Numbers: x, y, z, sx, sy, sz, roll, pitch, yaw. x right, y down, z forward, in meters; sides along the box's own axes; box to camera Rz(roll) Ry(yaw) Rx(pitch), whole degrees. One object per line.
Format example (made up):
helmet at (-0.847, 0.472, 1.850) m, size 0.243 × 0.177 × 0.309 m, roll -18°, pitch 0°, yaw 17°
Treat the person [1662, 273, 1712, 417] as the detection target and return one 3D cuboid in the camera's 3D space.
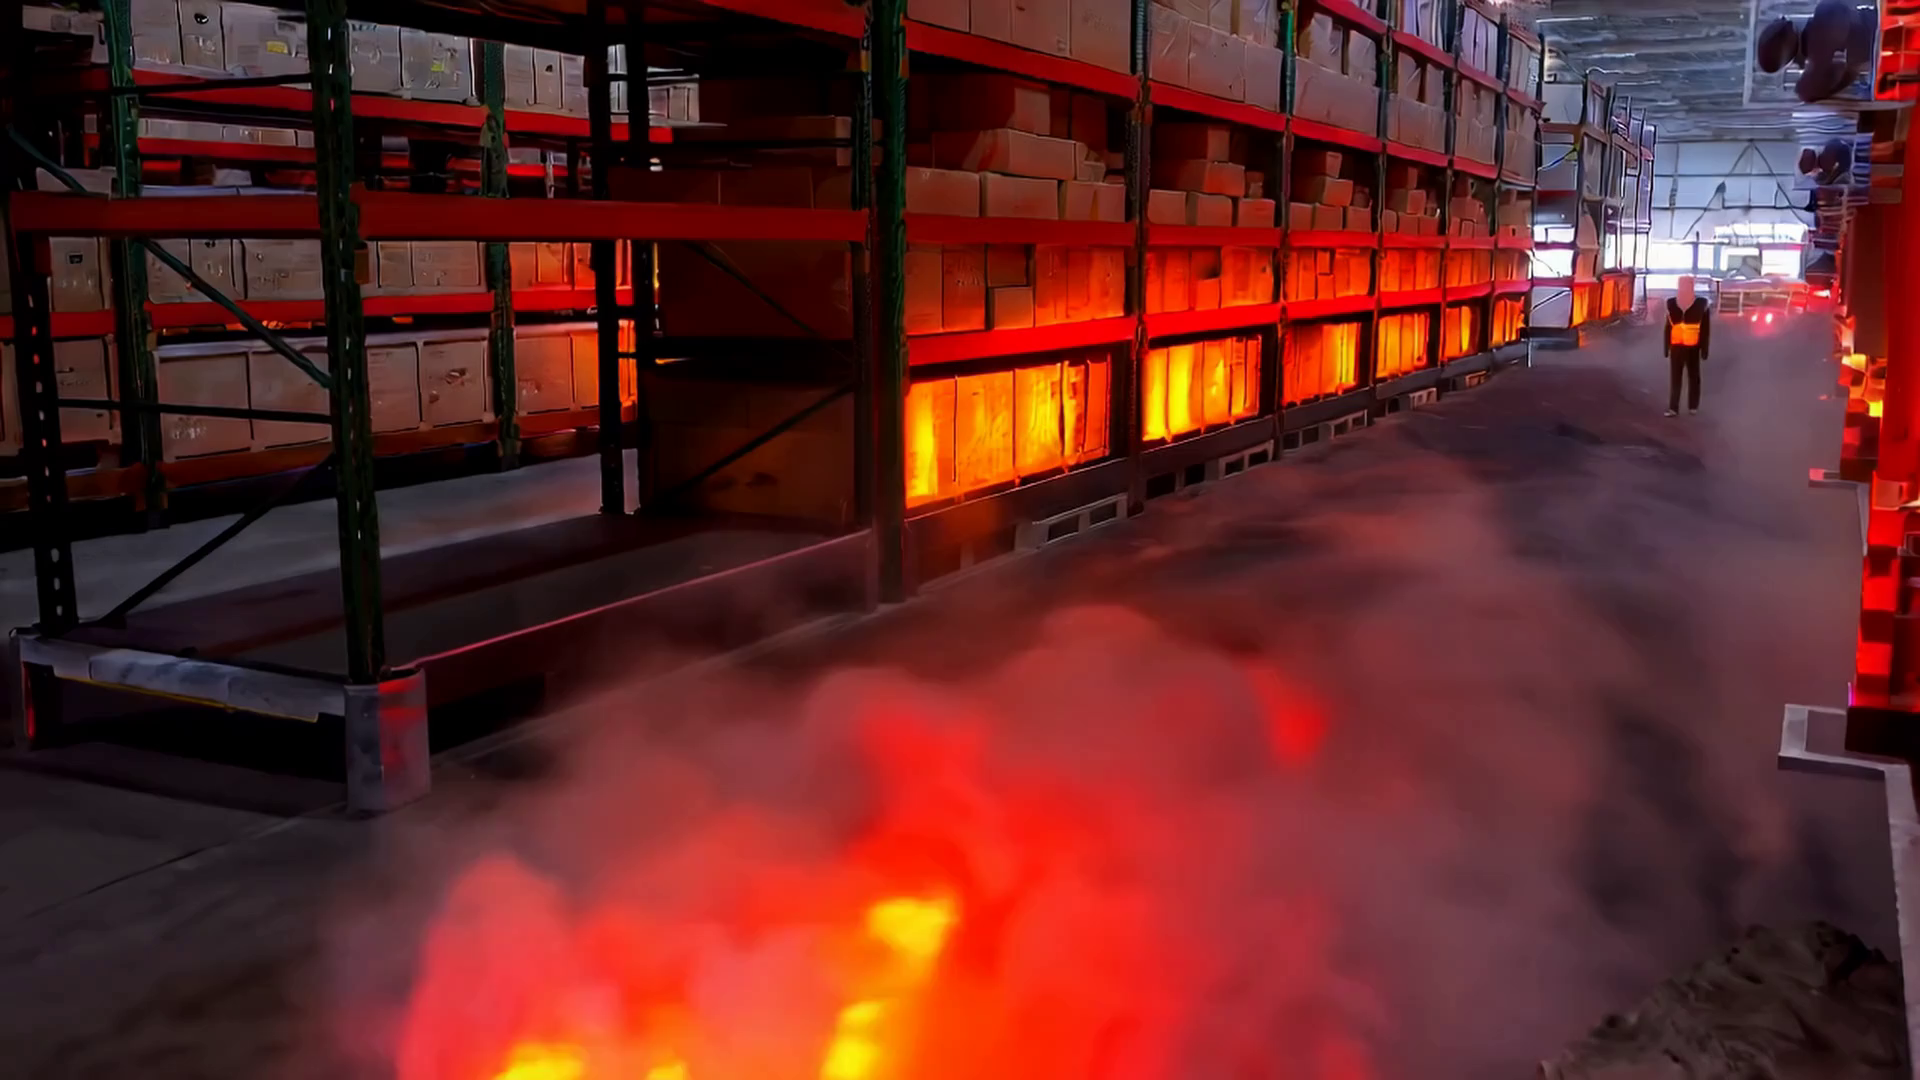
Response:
person at (9.685, -2.595, 22.189) m, size 0.401 × 1.920 × 0.595 m, roll -9°, pitch 13°, yaw -43°
